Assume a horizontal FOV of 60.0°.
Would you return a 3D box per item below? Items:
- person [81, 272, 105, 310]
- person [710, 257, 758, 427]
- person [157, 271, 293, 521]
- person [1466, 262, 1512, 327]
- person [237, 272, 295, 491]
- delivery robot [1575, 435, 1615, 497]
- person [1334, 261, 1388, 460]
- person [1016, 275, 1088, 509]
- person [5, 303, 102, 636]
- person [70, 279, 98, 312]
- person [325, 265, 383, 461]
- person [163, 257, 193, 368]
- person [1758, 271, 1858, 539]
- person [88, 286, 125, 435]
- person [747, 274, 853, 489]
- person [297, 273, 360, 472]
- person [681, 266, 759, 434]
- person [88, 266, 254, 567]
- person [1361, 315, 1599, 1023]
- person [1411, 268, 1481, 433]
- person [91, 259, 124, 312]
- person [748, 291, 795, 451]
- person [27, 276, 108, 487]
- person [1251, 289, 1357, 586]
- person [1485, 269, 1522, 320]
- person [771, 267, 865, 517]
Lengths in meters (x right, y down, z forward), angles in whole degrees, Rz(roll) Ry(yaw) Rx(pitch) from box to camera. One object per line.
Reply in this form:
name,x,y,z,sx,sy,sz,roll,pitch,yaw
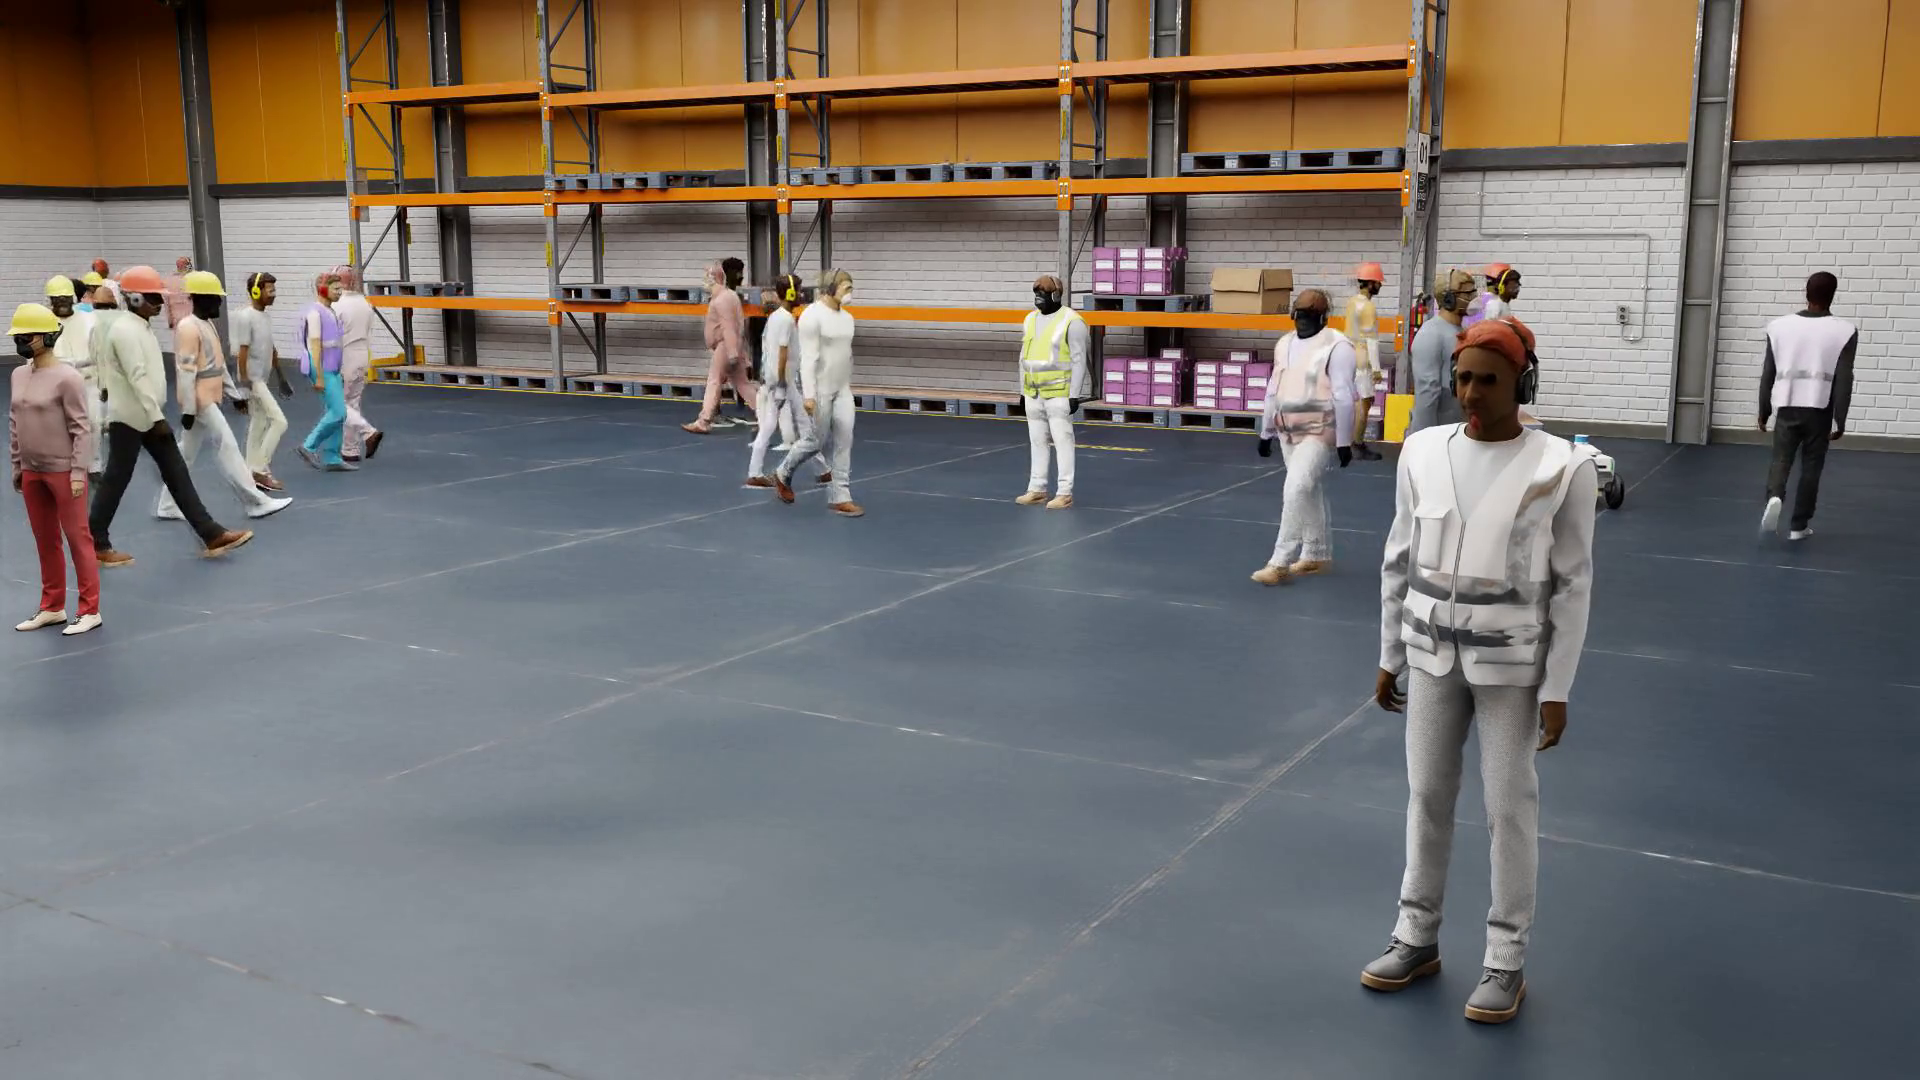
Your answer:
person,-11.064,-2.539,21.177,0.583,1.746,0.544,2,10,10
person,-2.582,-2.250,19.022,0.688,1.938,0.621,2,10,11
person,-5.612,-1.065,12.498,1.004,1.876,0.607,-3,11,-18
person,5.334,-1.816,16.644,0.579,1.904,0.561,-2,10,-11
person,-5.865,-1.322,14.028,0.518,1.844,0.502,-2,10,-10
delivery robot,4.975,-0.602,13.344,0.477,0.478,0.707,0,10,2
person,3.864,-1.710,16.023,0.471,1.918,0.551,0,10,-2
person,0.701,-1.166,13.163,0.429,1.841,0.634,-10,14,-44
person,-4.863,-0.372,8.882,0.523,1.769,0.310,4,11,21
person,-10.162,-2.168,19.247,0.319,1.697,0.534,3,10,15
person,-5.806,-1.666,15.860,0.616,1.889,0.649,3,10,15
person,-11.728,-3.337,25.273,0.649,1.906,0.401,2,10,9
person,5.879,-0.919,11.597,0.601,1.895,0.644,8,13,39
person,-9.335,-1.962,18.261,0.507,1.631,0.268,-6,12,-32
person,-1.421,-1.345,14.231,0.966,1.816,0.549,-4,11,-23
person,-5.758,-1.513,15.146,0.438,1.828,0.580,-1,10,-4
person,-2.548,-2.074,18.323,1.015,1.859,0.691,-1,10,-3
person,-5.231,-0.791,10.768,1.046,1.930,0.620,-1,10,-8
person,1.387,0.344,4.486,0.575,1.885,0.355,9,13,41
person,2.789,-0.575,9.548,0.379,1.938,0.640,7,12,35
person,-12.028,-3.008,23.467,0.354,1.887,0.573,3,10,15
person,-1.949,-1.697,16.802,0.640,1.615,0.544,0,10,-1
person,-7.566,-1.330,14.151,0.627,1.811,0.611,-8,13,-37
person,2.030,-0.622,10.175,0.812,1.801,0.670,-5,11,-26
person,5.248,-1.664,15.953,0.565,1.846,0.547,4,11,19
person,-1.085,-1.144,12.855,0.821,1.907,0.655,7,12,34
